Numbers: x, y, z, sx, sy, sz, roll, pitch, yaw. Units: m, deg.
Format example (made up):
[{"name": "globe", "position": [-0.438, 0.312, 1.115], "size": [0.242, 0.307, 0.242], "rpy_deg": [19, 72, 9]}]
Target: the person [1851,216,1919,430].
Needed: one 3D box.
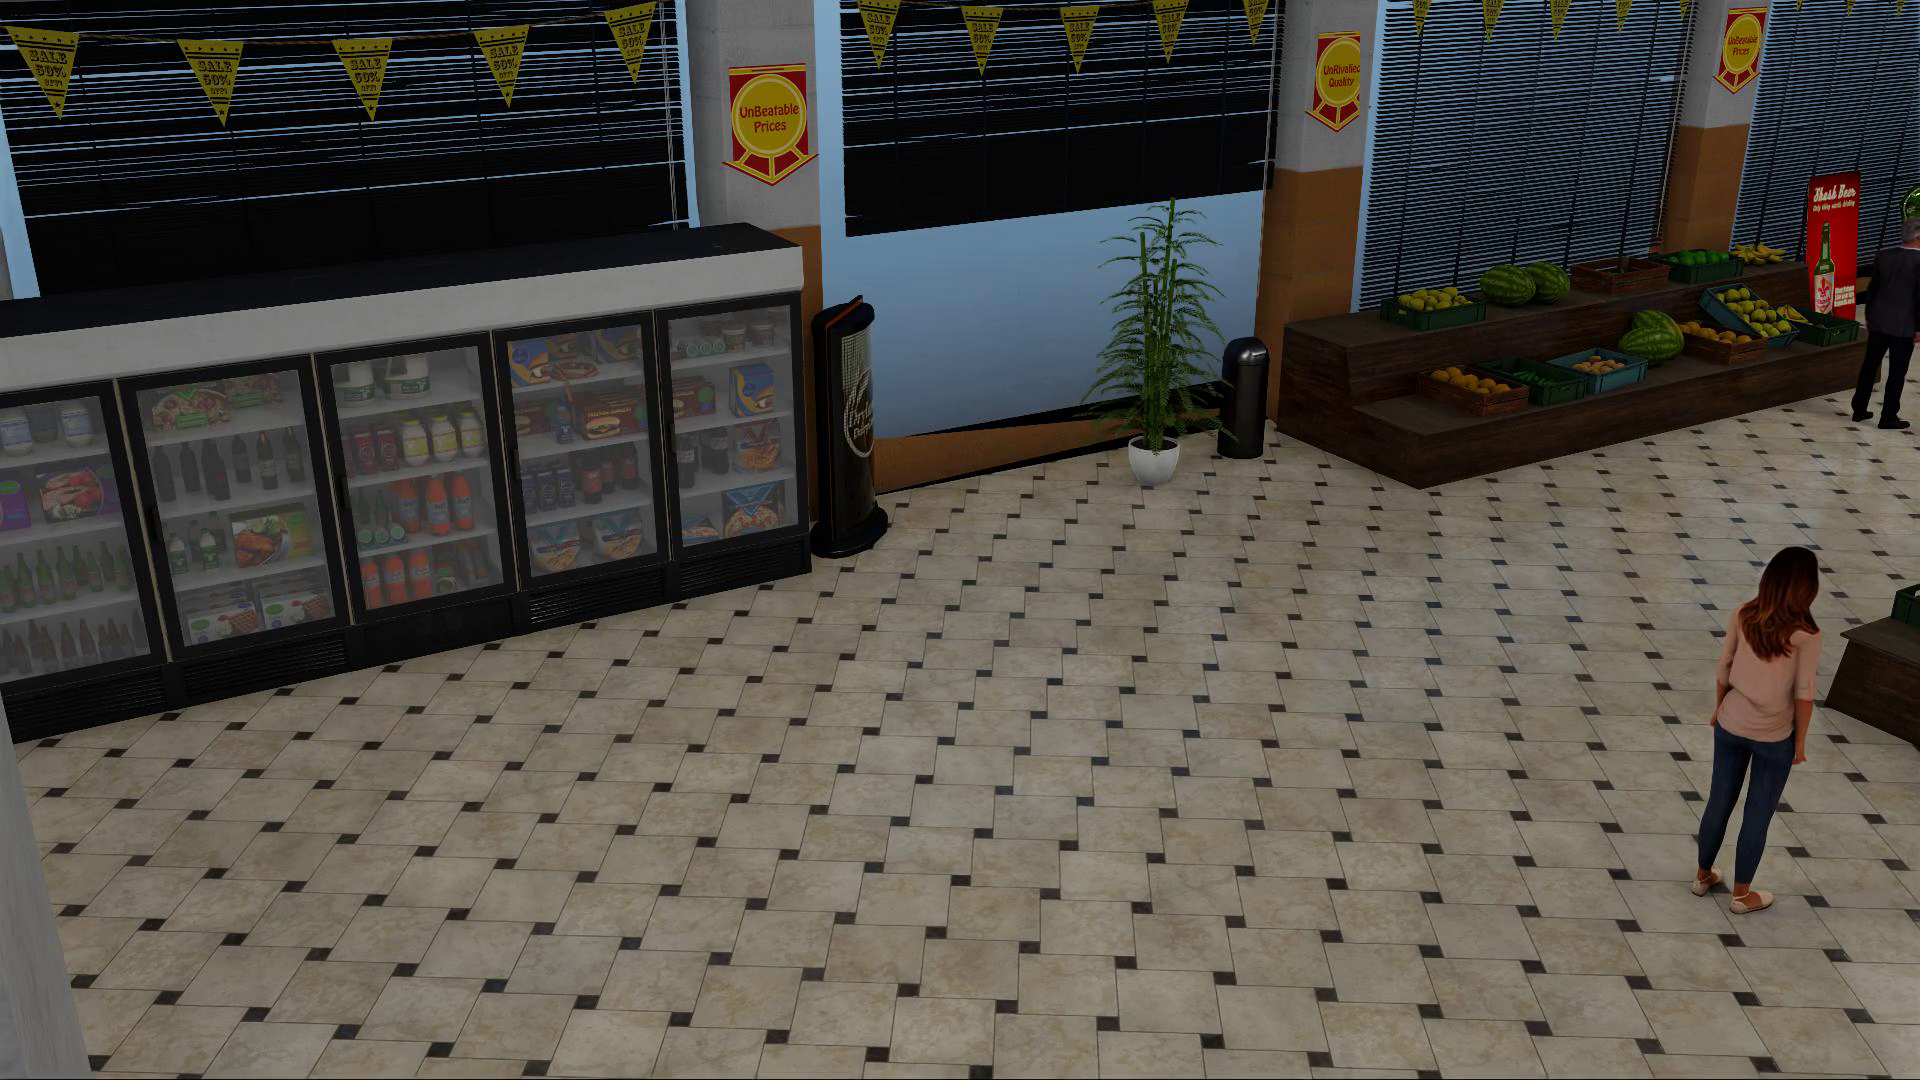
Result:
[{"name": "person", "position": [8.117, -1.895, 14.432], "size": [0.596, 1.842, 0.720], "rpy_deg": [-11, 24, -25]}]

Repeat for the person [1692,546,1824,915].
[{"name": "person", "position": [3.647, 0.868, 7.626], "size": [0.549, 1.790, 0.615], "rpy_deg": [-15, 27, -34]}]
